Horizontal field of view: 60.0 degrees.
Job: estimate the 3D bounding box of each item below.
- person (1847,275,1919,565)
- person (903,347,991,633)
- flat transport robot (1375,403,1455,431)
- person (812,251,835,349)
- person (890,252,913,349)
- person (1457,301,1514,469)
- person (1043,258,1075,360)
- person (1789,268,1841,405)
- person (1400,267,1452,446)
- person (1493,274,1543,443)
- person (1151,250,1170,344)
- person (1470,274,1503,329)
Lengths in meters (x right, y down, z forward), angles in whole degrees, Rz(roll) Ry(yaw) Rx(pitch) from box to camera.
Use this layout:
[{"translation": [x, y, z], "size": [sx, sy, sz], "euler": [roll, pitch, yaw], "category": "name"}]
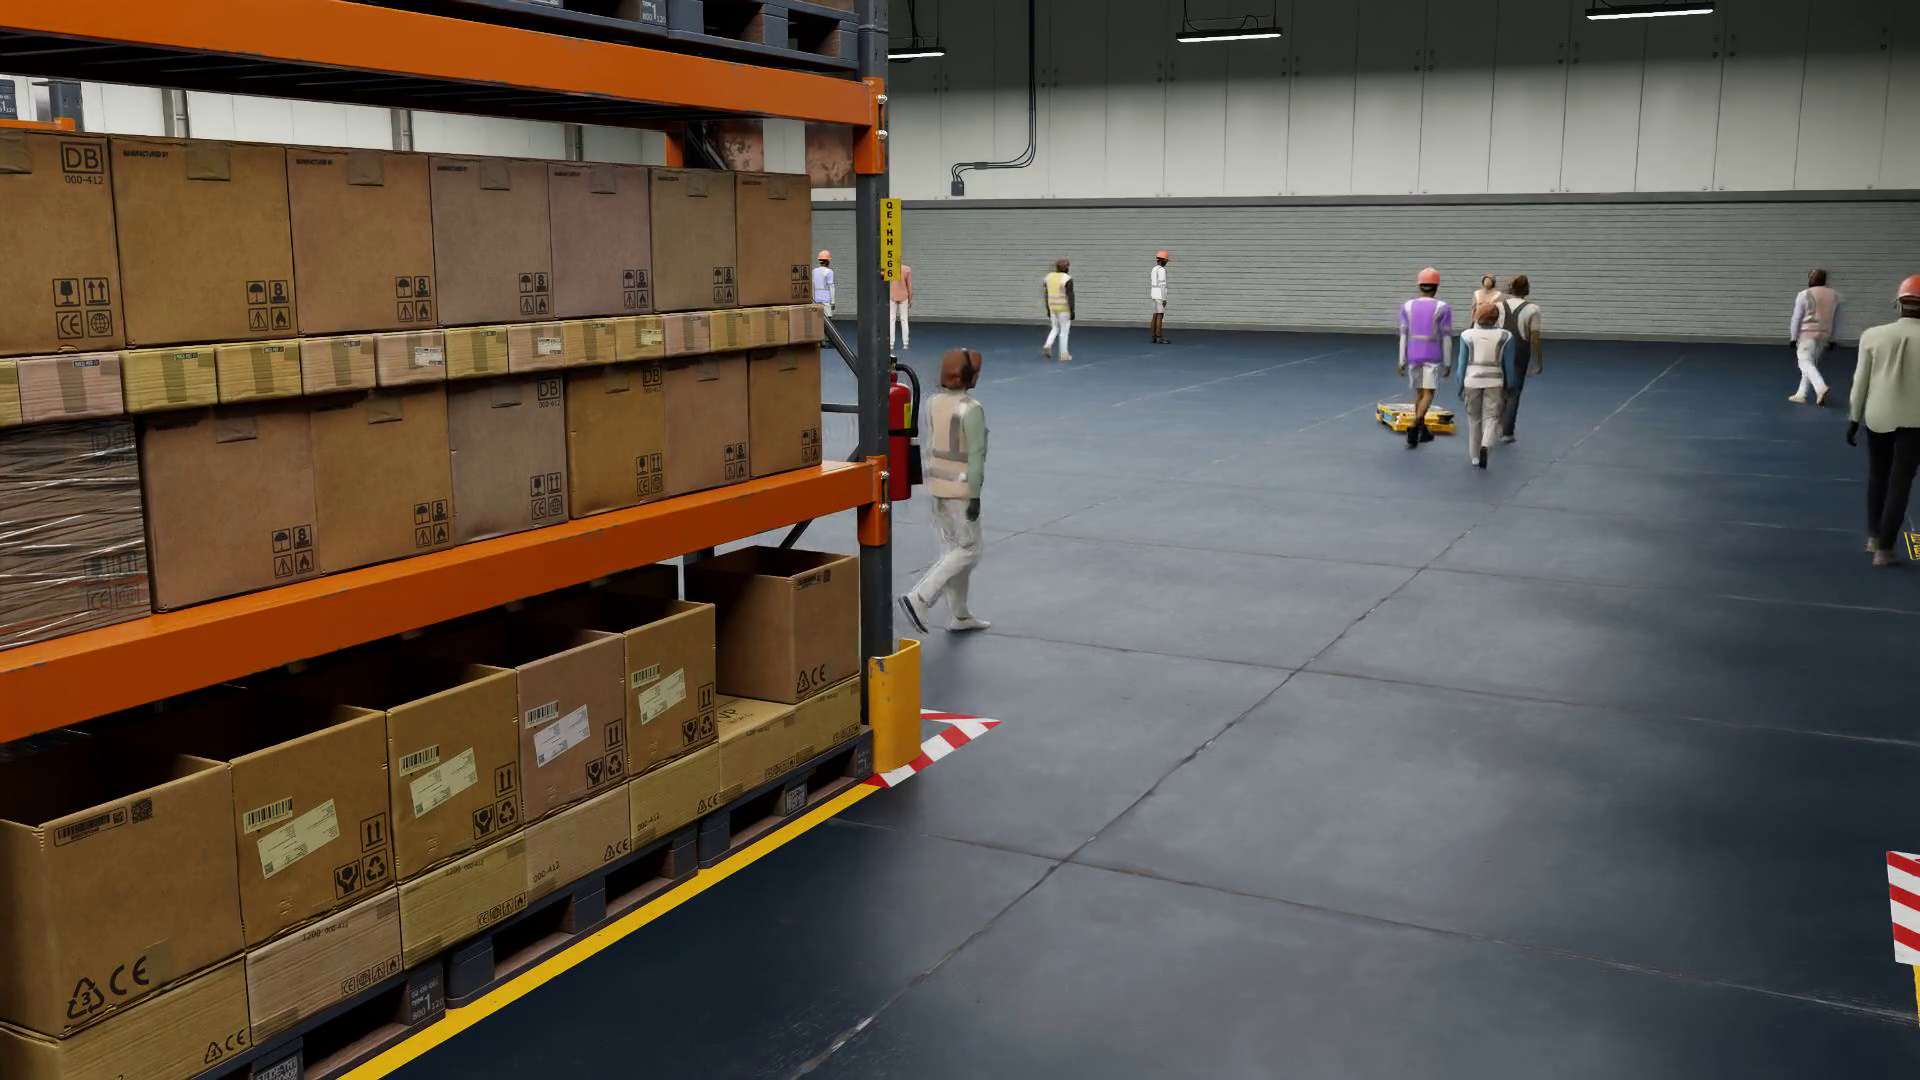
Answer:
[{"translation": [6.544, -0.835, 11.504], "size": [0.648, 1.958, 0.884], "euler": [9, 13, 39], "category": "person"}, {"translation": [-0.070, -0.254, 9.259], "size": [0.532, 1.626, 0.522], "euler": [-6, 12, -28], "category": "person"}, {"translation": [5.316, -1.450, 19.479], "size": [0.652, 0.197, 1.431], "euler": [1, 10, 4], "category": "flat transport robot"}, {"translation": [-2.680, -4.757, 32.966], "size": [0.552, 1.935, 0.368], "euler": [8, 13, 36], "category": "person"}, {"translation": [-1.238, -4.764, 32.859], "size": [0.608, 1.990, 0.385], "euler": [-1, 10, -7], "category": "person"}, {"translation": [5.031, -1.478, 15.958], "size": [0.526, 1.613, 0.692], "euler": [4, 11, 22], "category": "person"}, {"translation": [1.802, -4.125, 29.805], "size": [0.484, 1.831, 0.652], "euler": [-10, 15, -44], "category": "person"}, {"translation": [11.363, -2.694, 22.075], "size": [0.633, 1.814, 0.850], "euler": [-2, 11, -11], "category": "person"}, {"translation": [4.951, -1.954, 17.772], "size": [0.552, 1.913, 0.866], "euler": [7, 13, 34], "category": "person"}, {"translation": [6.075, -1.976, 18.129], "size": [0.547, 1.815, 0.774], "euler": [8, 13, 37], "category": "person"}, {"translation": [4.156, -5.027, 34.460], "size": [0.366, 1.931, 0.542], "euler": [-3, 11, -16], "category": "person"}, {"translation": [8.328, -3.394, 26.349], "size": [0.548, 1.625, 0.389], "euler": [9, 14, 40], "category": "person"}]
